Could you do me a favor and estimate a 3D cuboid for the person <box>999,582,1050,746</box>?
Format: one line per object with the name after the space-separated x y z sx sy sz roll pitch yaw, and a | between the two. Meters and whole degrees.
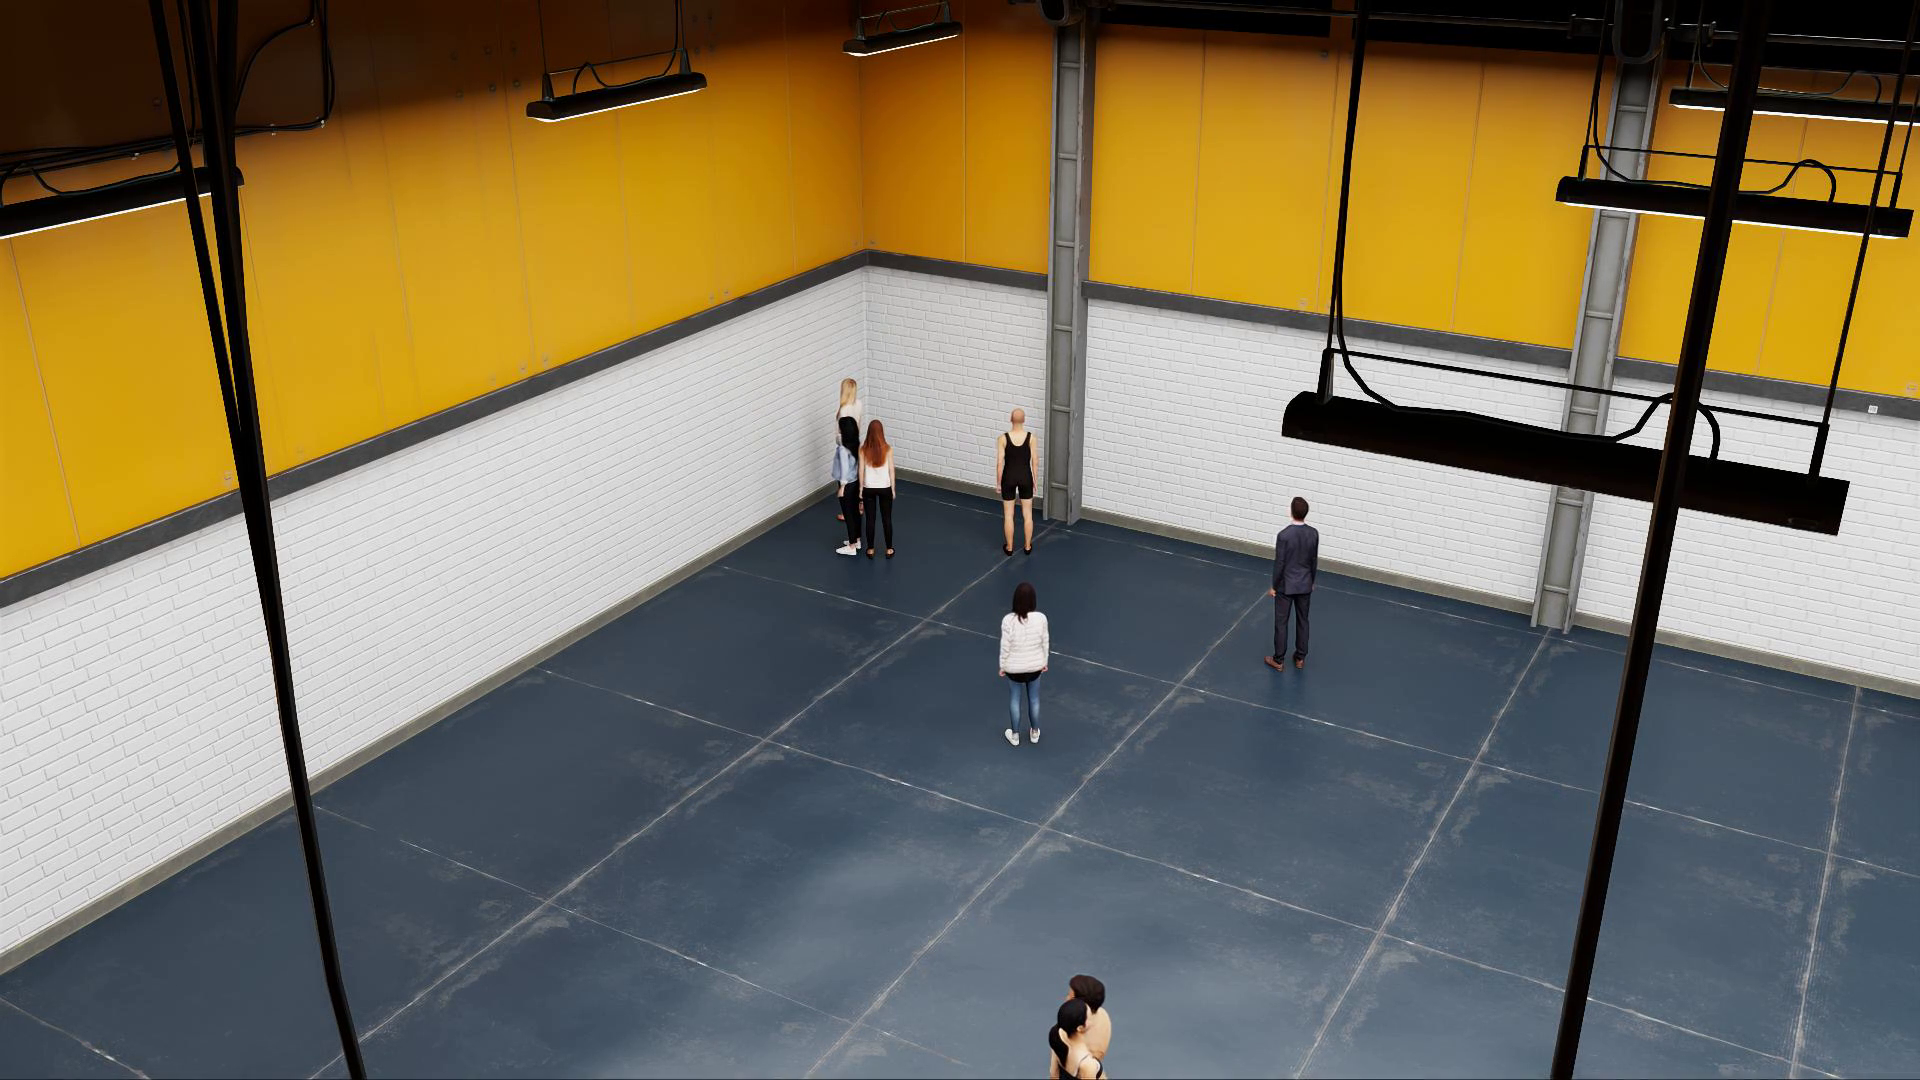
0.596 1.158 15.630 0.691 1.636 0.769 -4 24 -9 | person

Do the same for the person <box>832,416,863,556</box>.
-1.312 -0.657 19.687 0.614 1.711 0.636 7 25 17 | person

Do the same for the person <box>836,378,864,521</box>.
-1.343 -1.131 20.628 0.544 1.827 0.606 11 26 23 | person

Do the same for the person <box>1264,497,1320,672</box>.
3.401 0.444 16.972 0.734 1.868 0.793 -6 24 -14 | person

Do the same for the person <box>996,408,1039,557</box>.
0.673 -0.686 19.623 0.651 1.816 0.769 -1 24 -3 | person

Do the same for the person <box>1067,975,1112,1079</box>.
0.793 3.424 10.333 0.736 1.726 0.733 4 24 9 | person

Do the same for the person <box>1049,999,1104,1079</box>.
0.684 3.514 10.122 0.717 1.729 0.618 -15 28 -30 | person

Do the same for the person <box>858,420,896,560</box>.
-0.968 -0.595 19.533 0.604 1.722 0.715 0 24 -1 | person
